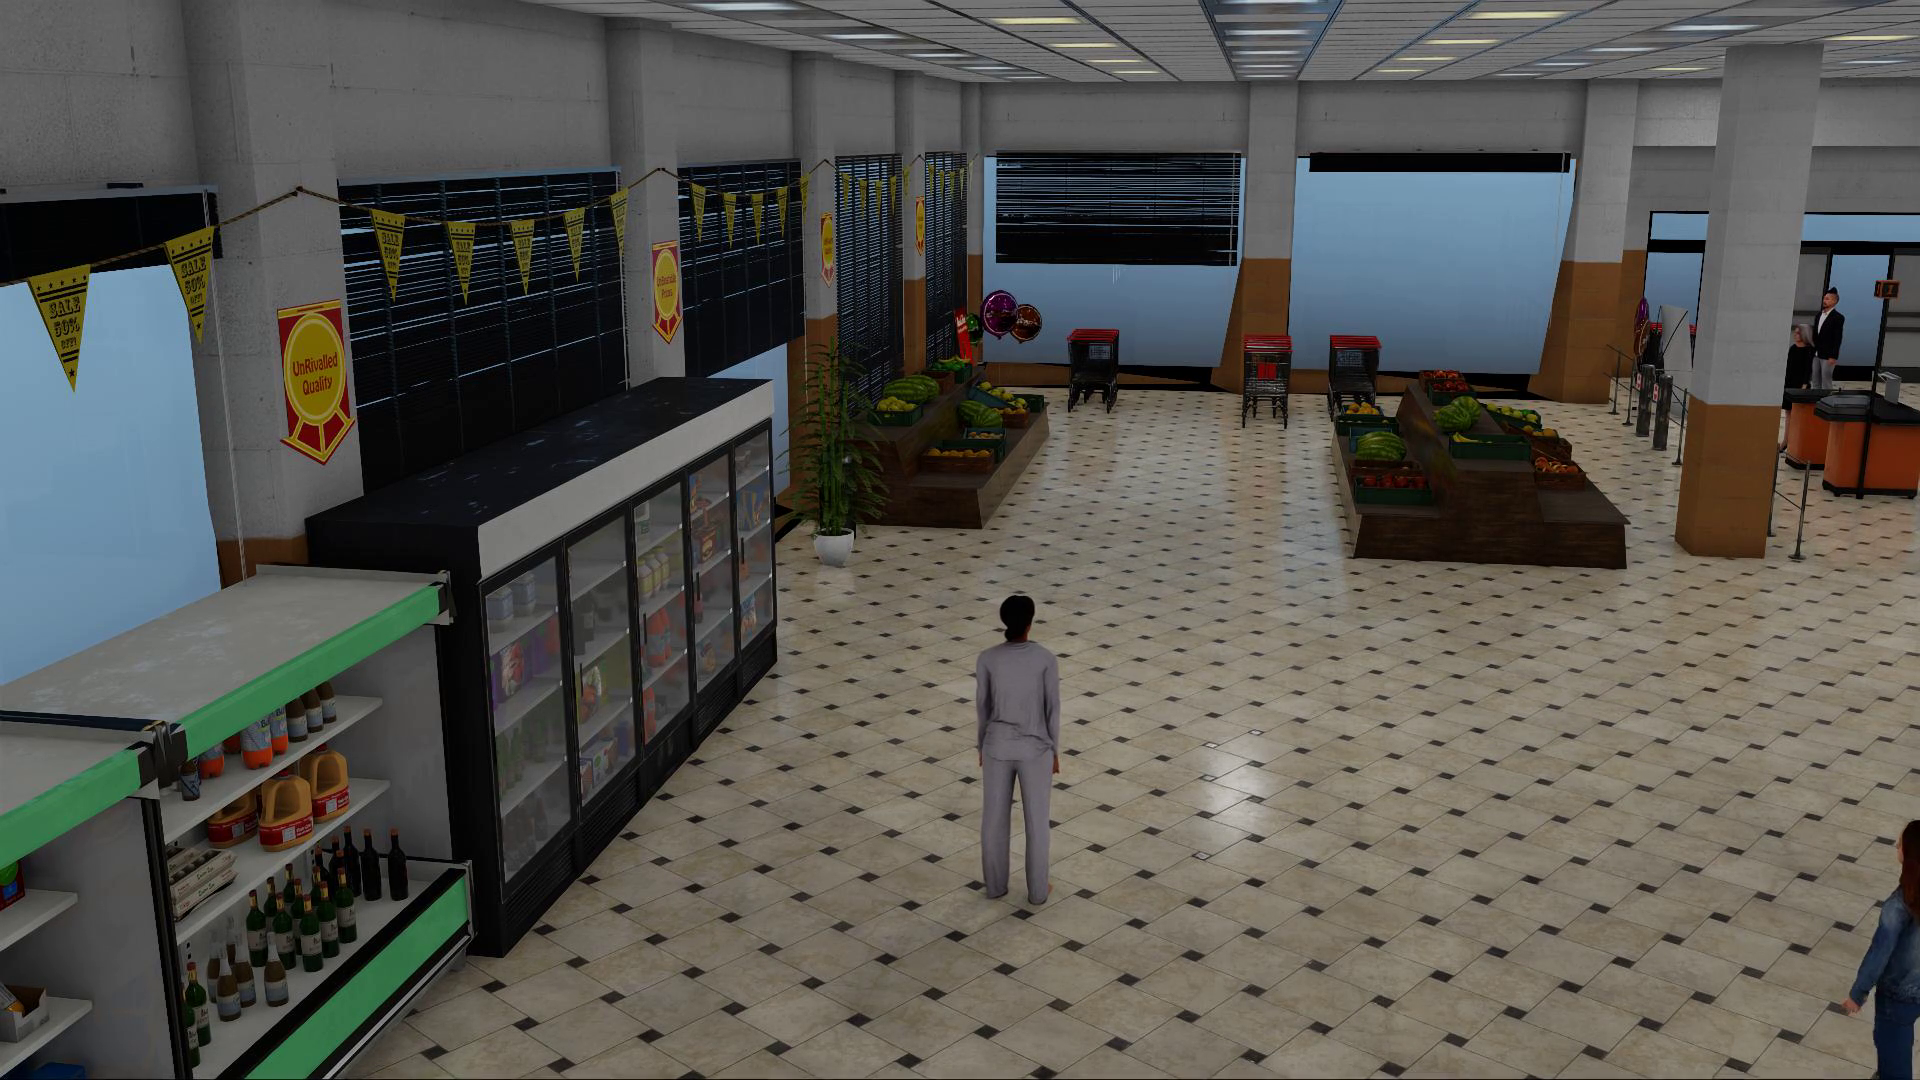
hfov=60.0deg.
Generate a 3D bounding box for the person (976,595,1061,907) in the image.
[{"bbox_3d":[0.319,1.148,9.138,0.632,1.735,0.564,3,14,13],"label":"person"}]

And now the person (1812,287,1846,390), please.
[{"bbox_3d":[13.082,-2.846,25.146,0.852,1.950,0.688,-3,14,-14],"label":"person"}]

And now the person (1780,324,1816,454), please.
[{"bbox_3d":[11.107,-2.002,22.098,0.739,1.747,0.621,-3,14,-10],"label":"person"}]

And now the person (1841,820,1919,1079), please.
[{"bbox_3d":[3.916,1.858,6.765,0.726,1.473,0.775,-7,15,-26],"label":"person"}]
